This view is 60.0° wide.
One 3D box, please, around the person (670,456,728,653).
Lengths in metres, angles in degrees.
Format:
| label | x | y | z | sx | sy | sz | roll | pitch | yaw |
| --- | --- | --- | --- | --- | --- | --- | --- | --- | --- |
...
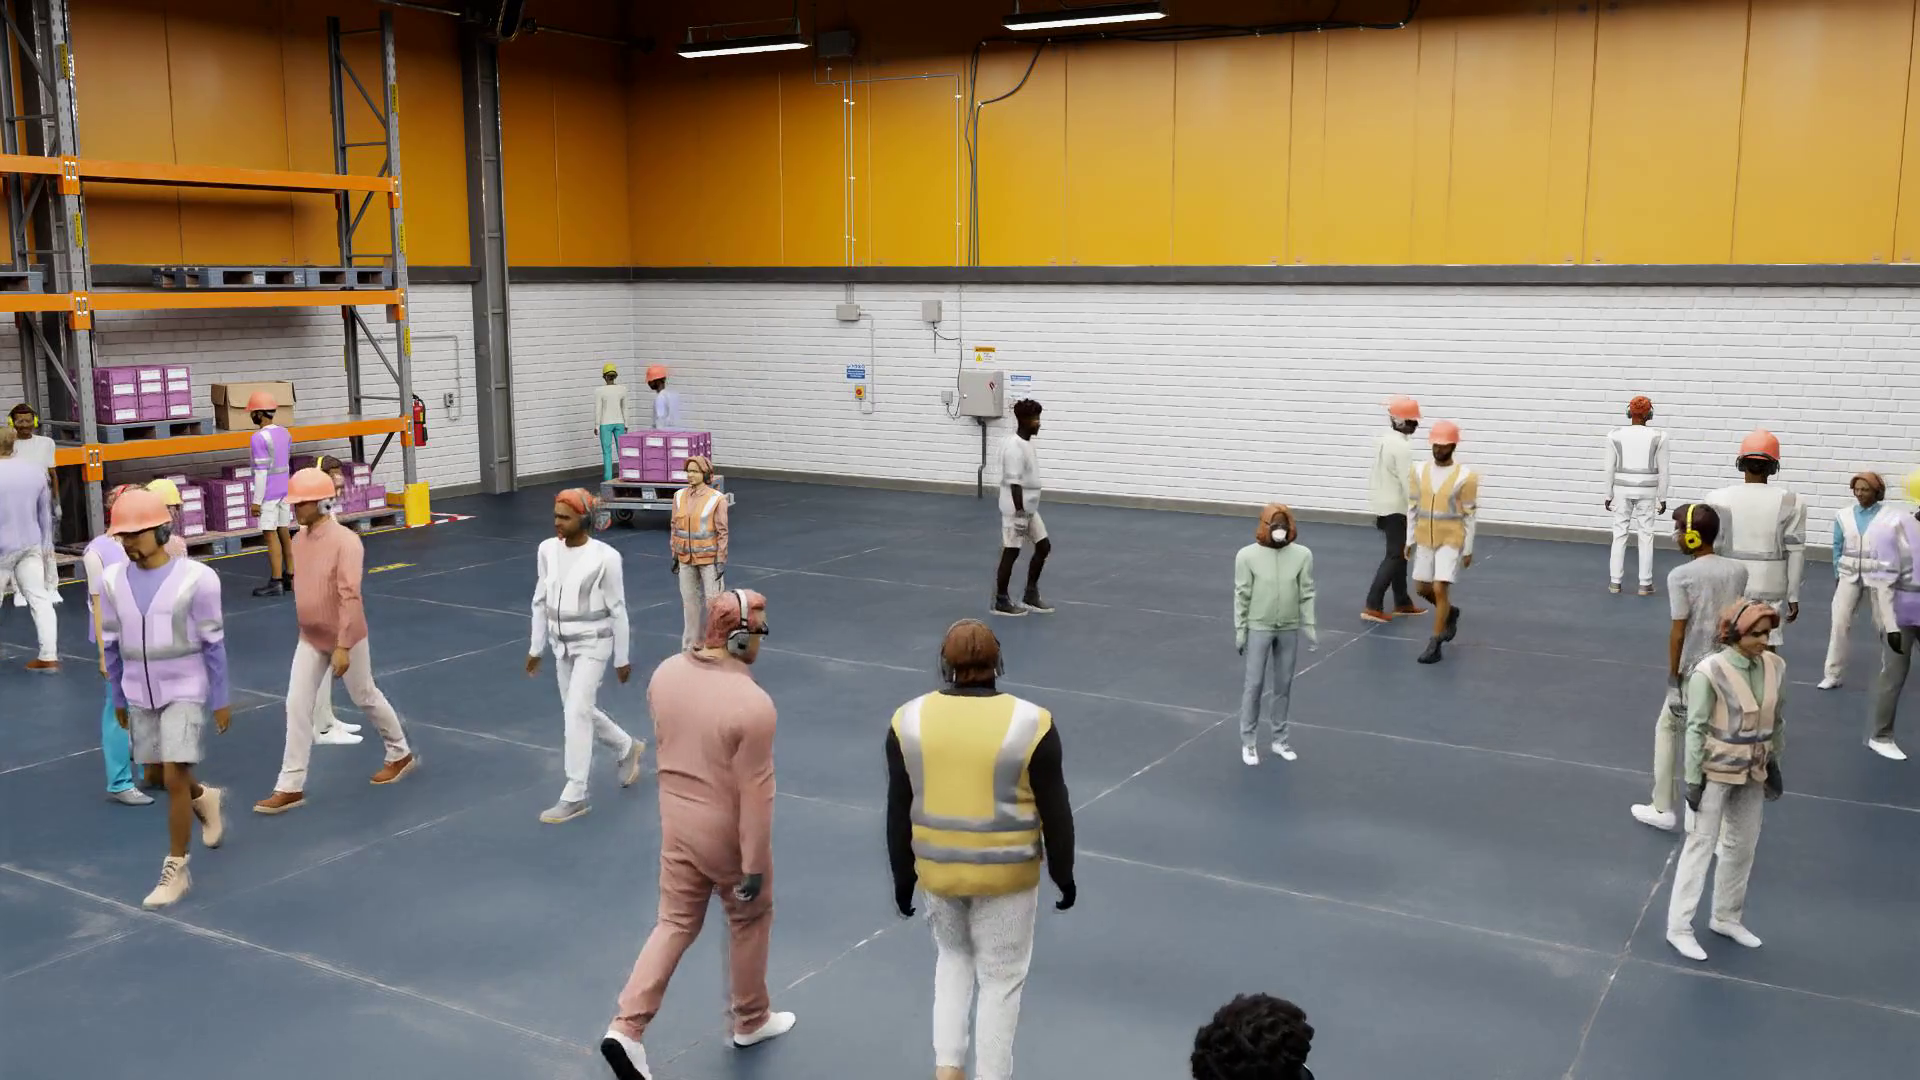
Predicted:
| label | x | y | z | sx | sy | sz | roll | pitch | yaw |
| --- | --- | --- | --- | --- | --- | --- | --- | --- | --- |
| person | -2.010 | 0.163 | 12.843 | 0.514 | 1.645 | 0.307 | 4 | 10 | 25 |

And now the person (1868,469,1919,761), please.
| label | x | y | z | sx | sy | sz | roll | pitch | yaw |
| --- | --- | --- | --- | --- | --- | --- | --- | --- | --- |
| person | 5.878 | 0.490 | 10.121 | 0.617 | 1.867 | 0.879 | 0 | 9 | -2 |

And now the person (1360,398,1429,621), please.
| label | x | y | z | sx | sy | sz | roll | pitch | yaw |
| --- | --- | --- | --- | --- | --- | --- | --- | --- | --- |
| person | 3.834 | -0.262 | 14.561 | 0.717 | 1.965 | 0.607 | 0 | 9 | 2 |

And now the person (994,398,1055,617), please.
| label | x | y | z | sx | sy | sz | roll | pitch | yaw |
| --- | --- | --- | --- | --- | --- | --- | --- | --- | --- |
| person | 0.601 | -0.275 | 14.621 | 0.678 | 1.941 | 0.628 | 3 | 9 | 15 |

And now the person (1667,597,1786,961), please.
| label | x | y | z | sx | sy | sz | roll | pitch | yaw |
| --- | --- | --- | --- | --- | --- | --- | --- | --- | --- |
| person | 3.422 | 1.050 | 7.383 | 0.524 | 1.624 | 0.334 | -4 | 10 | -23 |

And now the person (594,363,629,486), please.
| label | x | y | z | sx | sy | sz | roll | pitch | yaw |
| --- | --- | --- | --- | --- | --- | --- | --- | --- | --- |
| person | -4.979 | -1.642 | 23.726 | 0.534 | 1.767 | 0.313 | -7 | 11 | -37 |

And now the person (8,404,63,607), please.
| label | x | y | z | sx | sy | sz | roll | pitch | yaw |
| --- | --- | --- | --- | --- | --- | --- | --- | --- | --- |
| person | -8.507 | -0.321 | 15.210 | 0.504 | 1.860 | 0.320 | -6 | 11 | -34 |

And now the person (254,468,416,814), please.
| label | x | y | z | sx | sy | sz | roll | pitch | yaw |
| --- | --- | --- | --- | --- | --- | --- | --- | --- | --- |
| person | -3.596 | 0.541 | 9.581 | 0.619 | 1.949 | 1.023 | 5 | 10 | 29 |

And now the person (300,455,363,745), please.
| label | x | y | z | sx | sy | sz | roll | pitch | yaw |
| --- | --- | --- | --- | --- | --- | --- | --- | --- | --- |
| person | -4.086 | 0.382 | 10.766 | 0.335 | 1.873 | 0.519 | -3 | 10 | -18 |

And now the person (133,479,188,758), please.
| label | x | y | z | sx | sy | sz | roll | pitch | yaw |
| --- | --- | --- | --- | --- | --- | --- | --- | --- | --- |
| person | -5.065 | 0.476 | 10.587 | 0.577 | 1.730 | 0.748 | 4 | 10 | 25 |

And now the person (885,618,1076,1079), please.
| label | x | y | z | sx | sy | sz | roll | pitch | yaw |
| --- | --- | --- | --- | --- | --- | --- | --- | --- | --- |
| person | 0.077 | 1.184 | 5.918 | 0.644 | 1.819 | 0.455 | 3 | 10 | 20 |

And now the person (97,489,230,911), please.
| label | x | y | z | sx | sy | sz | roll | pitch | yaw |
| --- | --- | --- | --- | --- | --- | --- | --- | --- | --- |
| person | -3.880 | 0.724 | 8.217 | 0.607 | 2.016 | 0.878 | 1 | 9 | 3 |

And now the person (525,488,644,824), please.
| label | x | y | z | sx | sy | sz | roll | pitch | yaw |
| --- | --- | --- | --- | --- | --- | --- | --- | --- | --- |
| person | -2.097 | 0.609 | 9.432 | 0.574 | 1.855 | 0.839 | 6 | 11 | 34 |

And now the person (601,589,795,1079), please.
| label | x | y | z | sx | sy | sz | roll | pitch | yaw |
| --- | --- | --- | --- | --- | --- | --- | --- | --- | --- |
| person | -0.967 | 1.108 | 6.241 | 0.645 | 1.873 | 0.868 | 6 | 11 | 35 |

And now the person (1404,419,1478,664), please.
| label | x | y | z | sx | sy | sz | roll | pitch | yaw |
| --- | --- | --- | --- | --- | --- | --- | --- | --- | --- |
| person | 3.813 | -0.015 | 13.097 | 0.564 | 1.918 | 0.718 | 8 | 12 | 41 |

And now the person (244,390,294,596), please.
| label | x | y | z | sx | sy | sz | roll | pitch | yaw |
| --- | --- | --- | --- | --- | --- | --- | --- | --- | --- |
| person | -6.505 | -0.437 | 15.662 | 0.352 | 1.941 | 0.543 | 1 | 9 | 6 |

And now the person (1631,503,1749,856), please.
| label | x | y | z | sx | sy | sz | roll | pitch | yaw |
| --- | --- | --- | --- | --- | --- | --- | --- | --- | --- |
| person | 3.915 | 0.707 | 8.844 | 0.563 | 1.829 | 0.841 | -1 | 9 | -8 |

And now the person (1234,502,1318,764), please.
| label | x | y | z | sx | sy | sz | roll | pitch | yaw |
| --- | --- | --- | --- | --- | --- | --- | --- | --- | --- |
| person | 1.949 | 0.571 | 10.329 | 0.501 | 1.633 | 0.290 | -2 | 9 | -10 |

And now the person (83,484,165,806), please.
| label | x | y | z | sx | sy | sz | roll | pitch | yaw |
| --- | --- | --- | --- | --- | --- | --- | --- | --- | --- |
| person | -4.759 | 0.593 | 9.549 | 0.403 | 1.842 | 0.571 | 2 | 9 | 12 |

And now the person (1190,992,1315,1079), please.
| label | x | y | z | sx | sy | sz | roll | pitch | yaw |
| --- | --- | --- | --- | --- | --- | --- | --- | --- | --- |
| person | 0.535 | 1.683 | 3.185 | 0.315 | 1.696 | 0.541 | -4 | 10 | -21 |

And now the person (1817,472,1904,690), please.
| label | x | y | z | sx | sy | sz | roll | pitch | yaw |
| --- | --- | --- | --- | --- | --- | --- | --- | --- | --- |
| person | 6.680 | 0.283 | 12.216 | 0.836 | 1.603 | 0.519 | -8 | 12 | -40 |

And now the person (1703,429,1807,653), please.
| label | x | y | z | sx | sy | sz | roll | pitch | yaw |
| --- | --- | --- | --- | --- | --- | --- | --- | --- | --- |
| person | 5.056 | 0.314 | 10.656 | 0.607 | 2.044 | 0.371 | 4 | 10 | 23 |

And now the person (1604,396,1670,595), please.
| label | x | y | z | sx | sy | sz | roll | pitch | yaw |
| --- | --- | --- | --- | --- | --- | --- | --- | --- | --- |
| person | 6.391 | -0.419 | 15.733 | 0.576 | 1.882 | 0.355 | 5 | 10 | 28 |

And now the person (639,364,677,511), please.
| label | x | y | z | sx | sy | sz | roll | pitch | yaw |
| --- | --- | --- | --- | --- | --- | --- | --- | --- | --- |
| person | -3.665 | -1.278 | 21.036 | 0.807 | 1.902 | 0.549 | 0 | 9 | 3 |

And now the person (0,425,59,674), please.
| label | x | y | z | sx | sy | sz | roll | pitch | yaw |
| --- | --- | --- | --- | --- | --- | --- | --- | --- | --- |
| person | -7.265 | 0.070 | 12.640 | 1.020 | 1.887 | 0.656 | 4 | 10 | 26 |
